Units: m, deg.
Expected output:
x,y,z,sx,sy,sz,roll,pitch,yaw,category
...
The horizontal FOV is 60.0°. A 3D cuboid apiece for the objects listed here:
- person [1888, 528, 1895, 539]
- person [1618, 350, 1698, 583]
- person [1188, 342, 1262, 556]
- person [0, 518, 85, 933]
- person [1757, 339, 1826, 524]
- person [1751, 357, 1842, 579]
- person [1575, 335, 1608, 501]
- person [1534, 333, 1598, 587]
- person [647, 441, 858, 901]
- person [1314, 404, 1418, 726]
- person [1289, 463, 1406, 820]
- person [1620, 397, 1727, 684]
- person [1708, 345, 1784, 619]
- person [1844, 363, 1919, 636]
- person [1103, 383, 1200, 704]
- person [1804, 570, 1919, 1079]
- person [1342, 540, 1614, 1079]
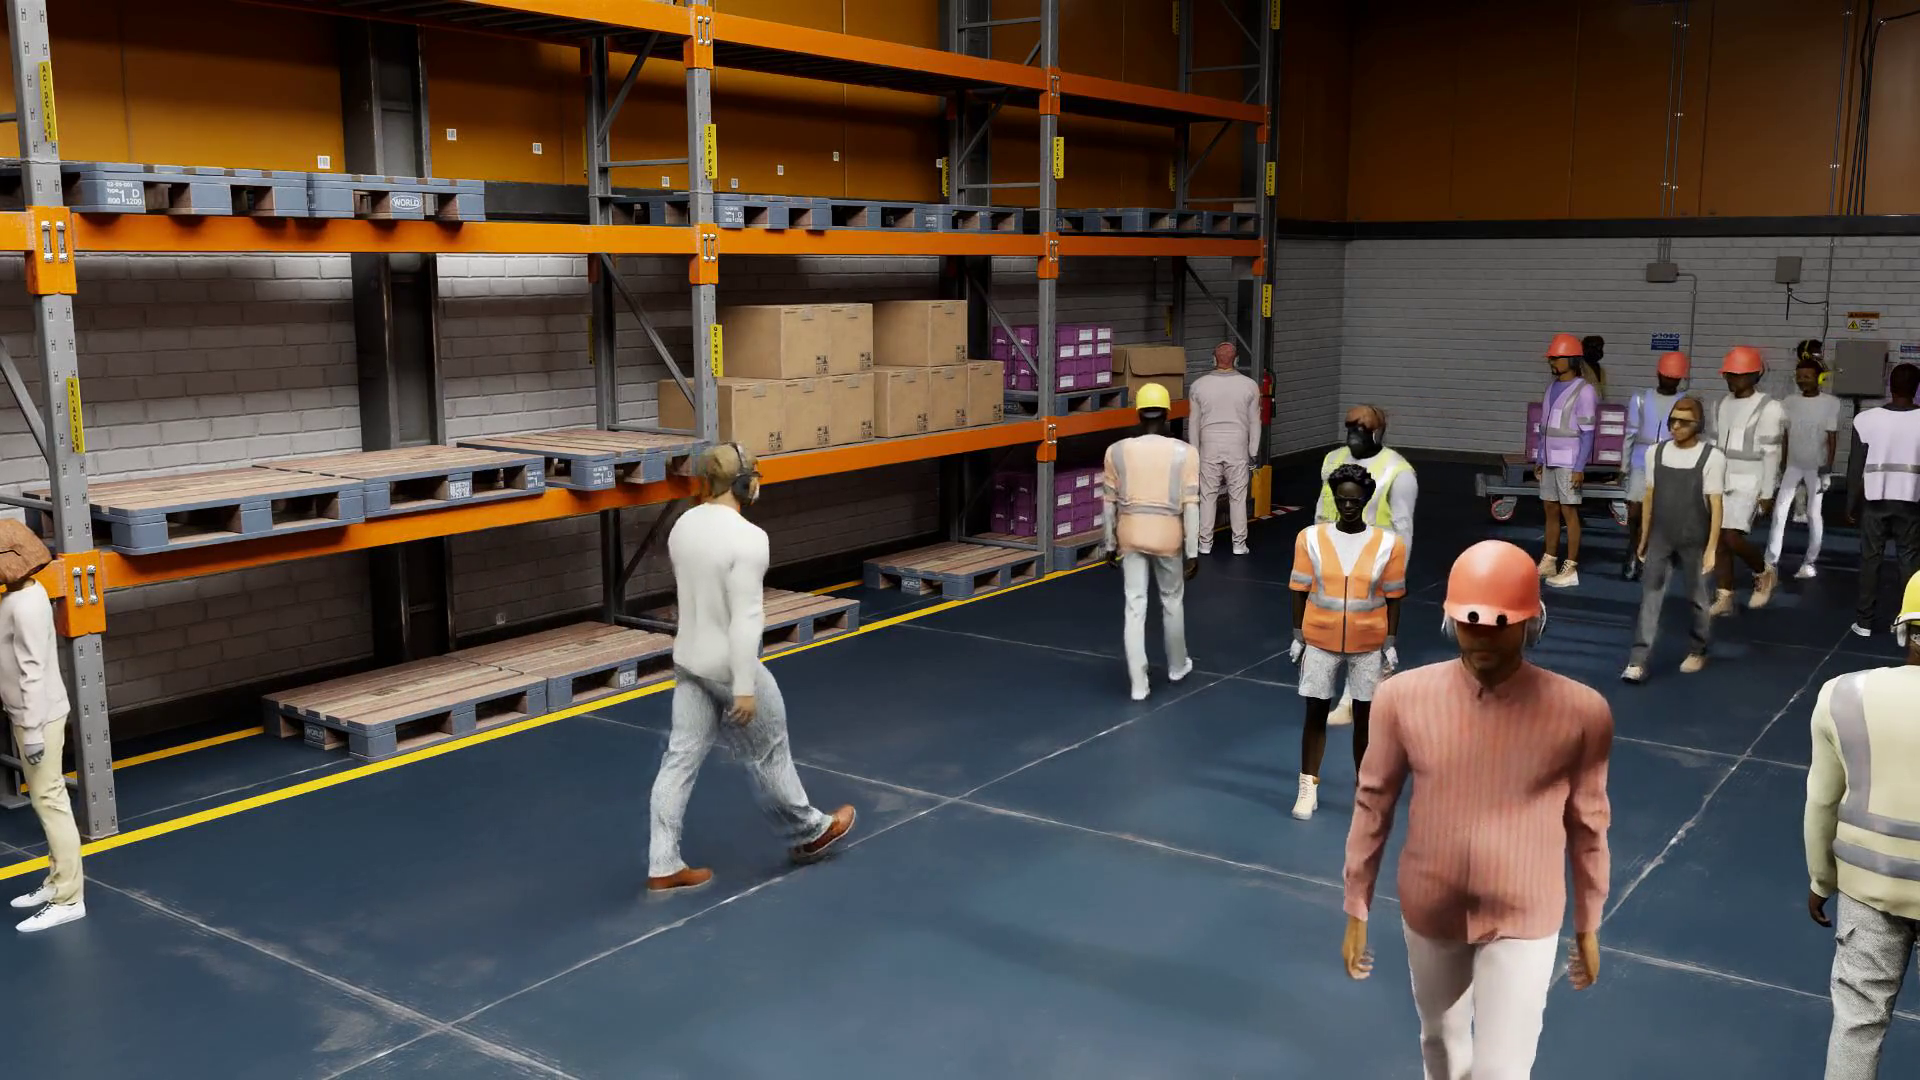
x,y,z,sx,sy,sz,roll,pitch,yaw,category
9.121,-0.892,15.432,0.570,1.878,1.024,-9,13,-42,person
5.646,-0.580,13.475,0.577,1.908,0.471,4,10,24,person
2.354,-0.804,14.815,0.645,1.913,0.409,2,10,11,person
-3.679,0.720,6.587,0.277,1.628,0.501,-6,11,-30,person
8.365,-1.086,16.653,0.612,1.858,0.528,7,12,36,person
6.869,-0.559,13.589,0.827,1.841,0.514,-8,12,-39,person
6.824,-1.341,18.263,0.642,1.826,0.616,-7,12,-34,person
4.851,-0.643,13.455,0.379,2.045,0.605,-3,10,-16,person
-0.927,0.523,7.002,1.030,1.877,0.649,-9,13,-43,person
2.310,0.126,9.518,0.608,1.830,0.640,-7,12,-37,person
1.800,0.483,7.785,0.535,1.697,0.318,2,10,14,person
4.485,-0.001,10.392,0.545,1.792,0.986,9,13,43,person
5.696,-0.409,12.130,0.539,2.023,0.621,-3,10,-18,person
6.503,-0.265,11.580,0.597,1.916,0.371,5,11,26,person
1.182,-0.002,10.108,0.607,1.881,0.899,3,10,16,person
2.646,0.953,4.581,0.590,1.833,0.404,7,12,36,person
1.334,0.944,4.332,0.651,1.942,1.048,4,10,23,person
